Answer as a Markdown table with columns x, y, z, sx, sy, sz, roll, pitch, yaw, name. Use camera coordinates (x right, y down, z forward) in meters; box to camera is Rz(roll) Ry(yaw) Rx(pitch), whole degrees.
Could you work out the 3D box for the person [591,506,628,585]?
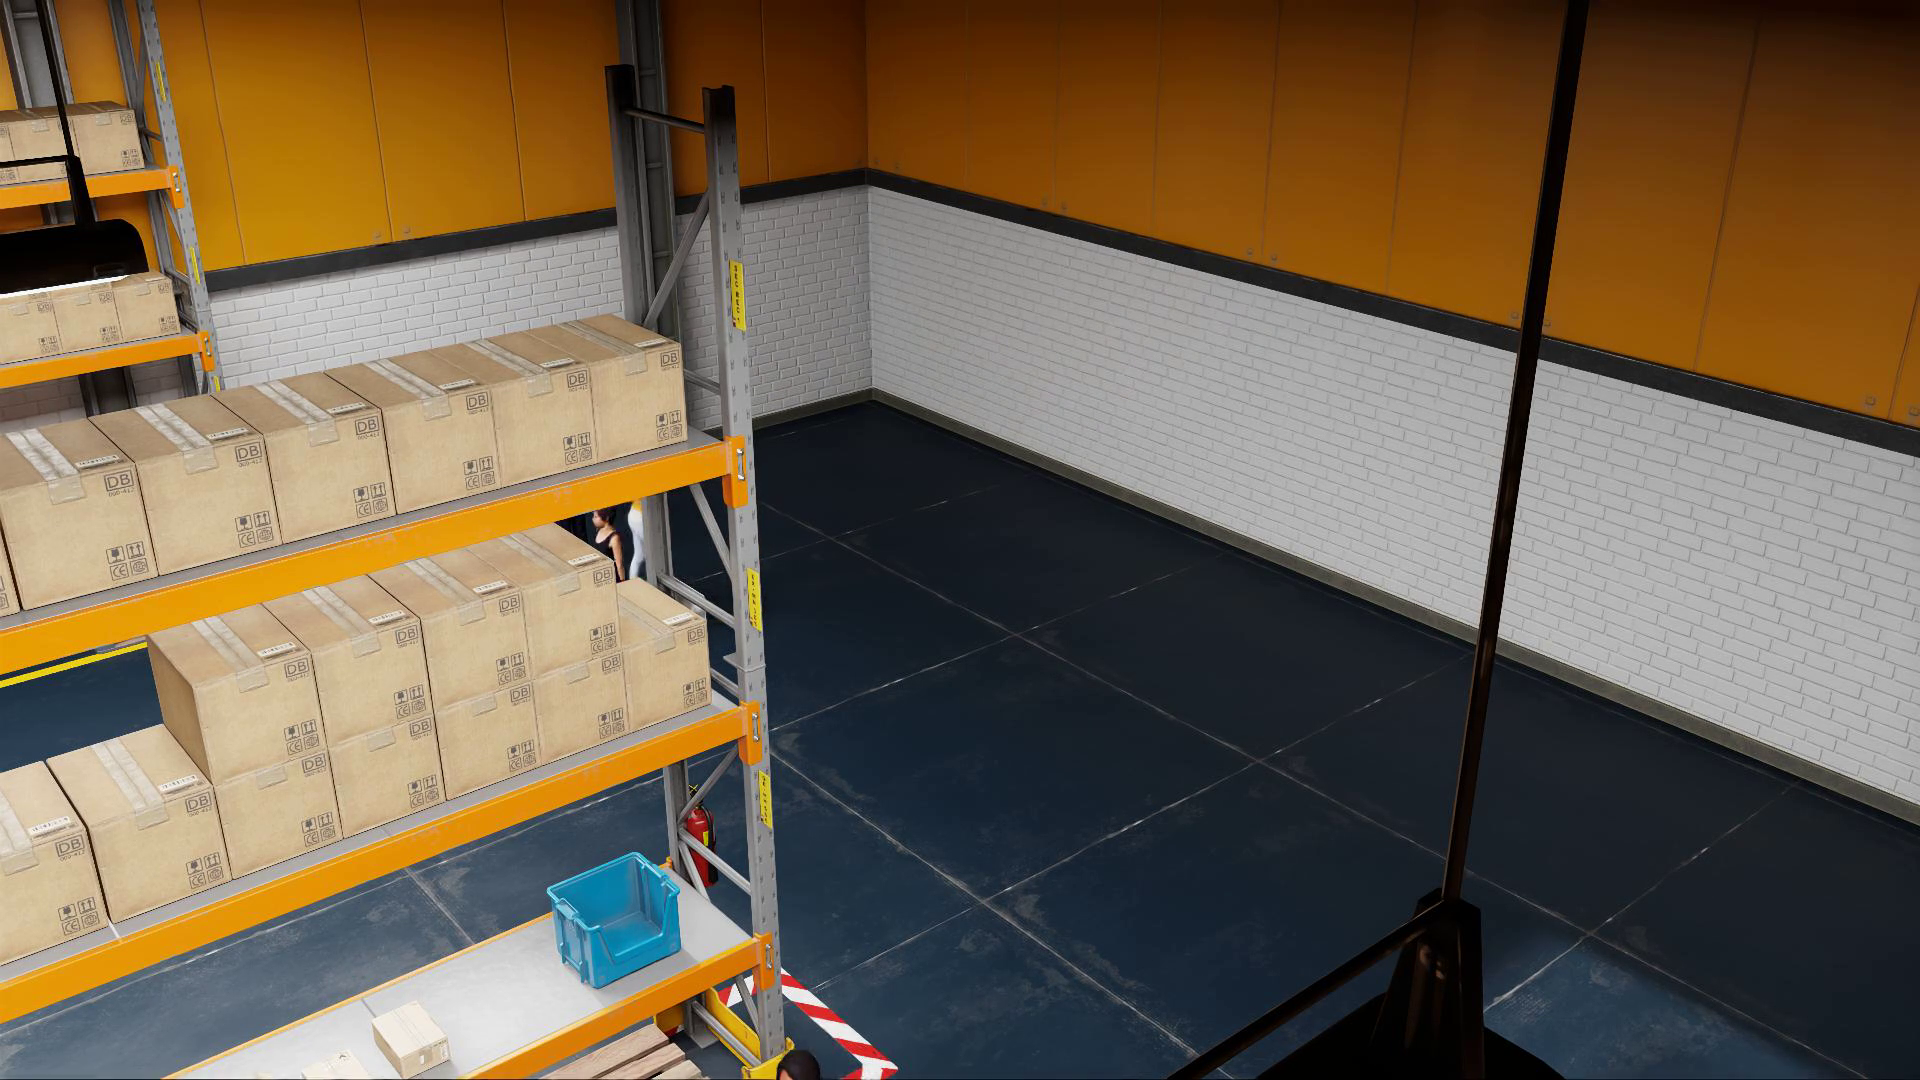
| x | y | z | sx | sy | sz | roll | pitch | yaw | name |
| --- | --- | --- | --- | --- | --- | --- | --- | --- | --- |
| -3.119 | 0.336 | 15.147 | 0.907 | 1.536 | 0.595 | -15 | 28 | -31 | person |
